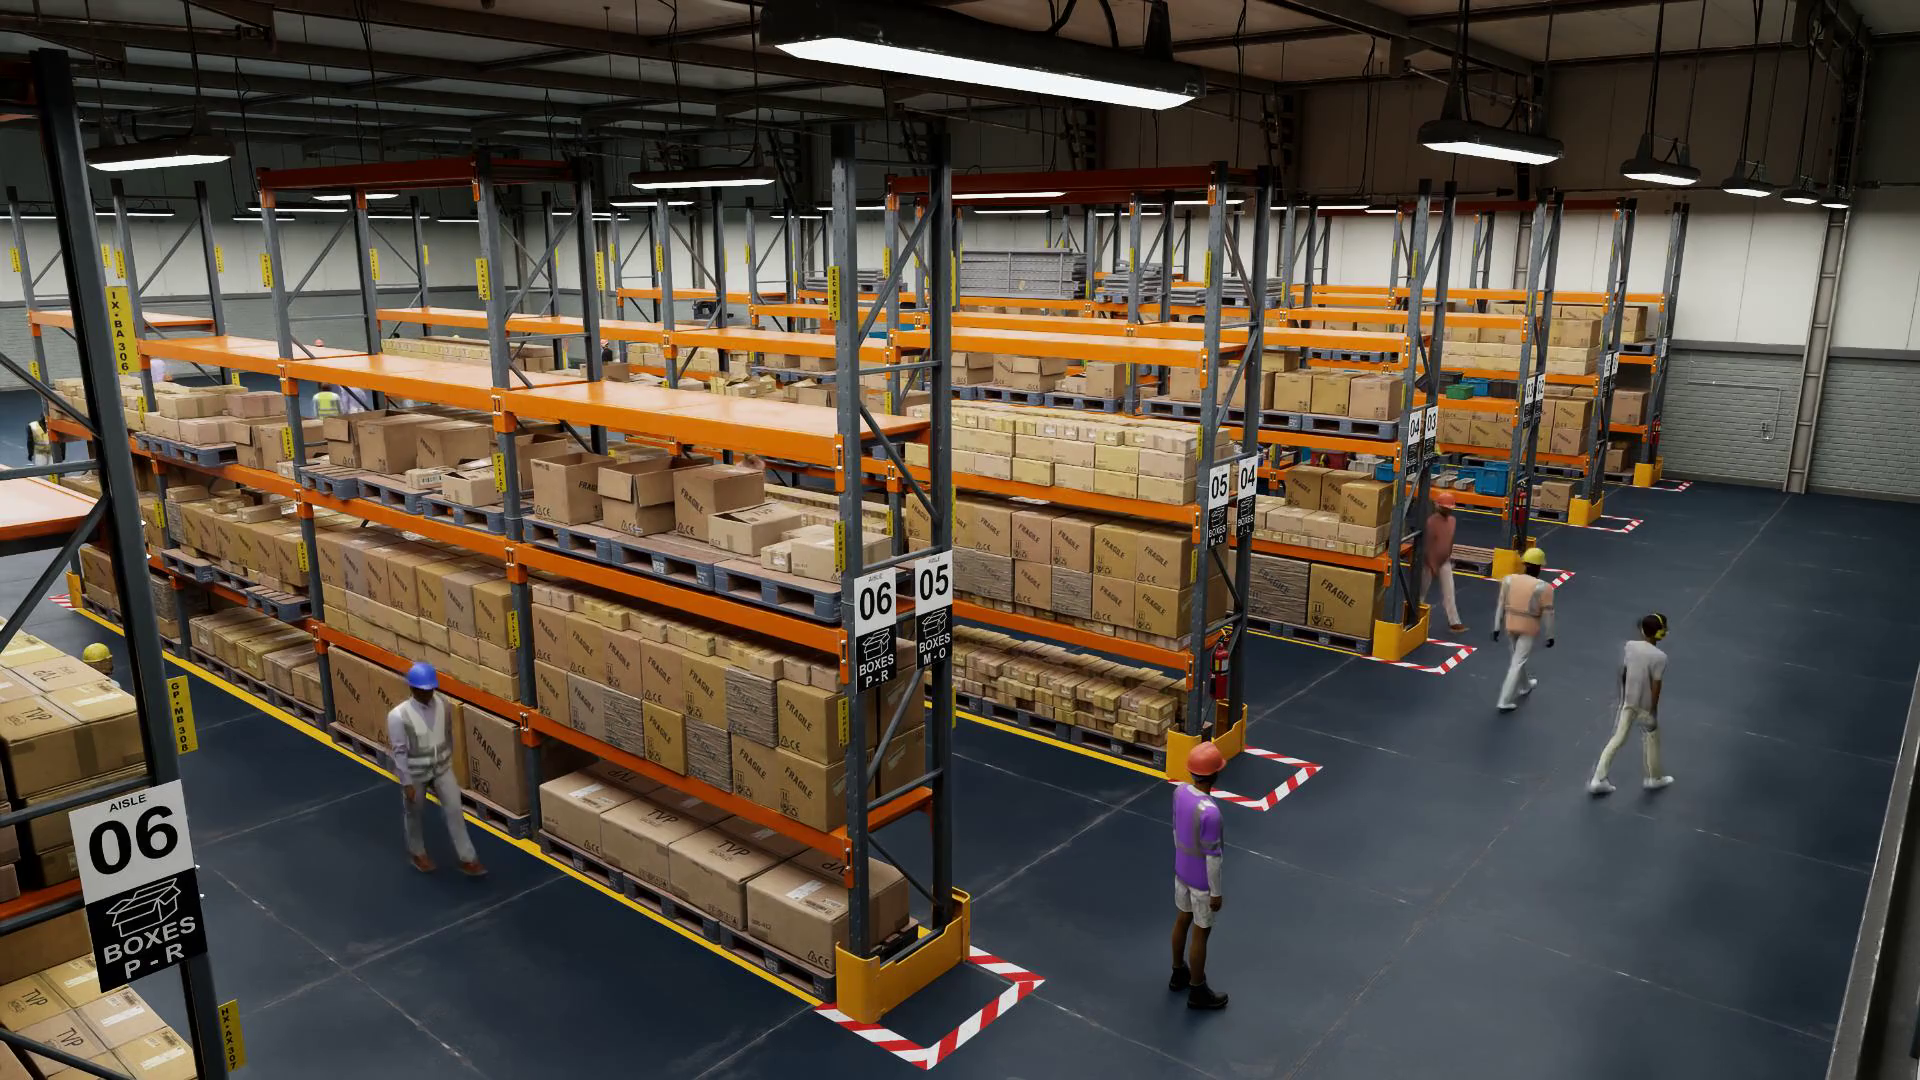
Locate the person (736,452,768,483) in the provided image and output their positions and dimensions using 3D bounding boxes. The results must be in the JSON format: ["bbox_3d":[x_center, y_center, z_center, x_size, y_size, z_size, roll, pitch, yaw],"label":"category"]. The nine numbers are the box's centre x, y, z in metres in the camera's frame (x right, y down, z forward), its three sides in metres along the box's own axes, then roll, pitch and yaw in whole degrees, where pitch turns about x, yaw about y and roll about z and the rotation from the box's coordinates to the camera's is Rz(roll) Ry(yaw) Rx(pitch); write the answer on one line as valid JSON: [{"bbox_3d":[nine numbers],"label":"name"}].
[{"bbox_3d":[-3.642,-0.749,21.824,0.715,1.876,0.655,13,19,43],"label":"person"}]

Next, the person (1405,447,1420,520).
[{"bbox_3d":[8.696,-1.351,24.140,0.868,1.939,0.646,-2,14,-7],"label":"person"}]

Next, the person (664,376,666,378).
[{"bbox_3d":[-9.271,-5.119,39.651,0.553,1.935,0.362,-3,14,-11],"label":"person"}]

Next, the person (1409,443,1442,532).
[{"bbox_3d":[8.248,-0.819,22.212,0.440,1.813,0.611,11,17,37],"label":"person"}]

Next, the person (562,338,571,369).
[{"bbox_3d":[-15.916,-7.657,50.715,0.371,1.626,0.536,0,14,0],"label":"person"}]

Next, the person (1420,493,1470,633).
[{"bbox_3d":[6.617,0.325,17.222,0.611,1.947,0.959,-6,15,-22],"label":"person"}]

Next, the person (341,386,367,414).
[{"bbox_3d":[-15.804,-3.445,32.807,0.694,1.923,0.636,6,15,24],"label":"person"}]

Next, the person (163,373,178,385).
[{"bbox_3d":[-21.970,-3.838,35.086,0.804,1.599,0.500,8,16,31],"label":"person"}]

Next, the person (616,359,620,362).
[{"bbox_3d":[-10.650,-5.150,40.082,0.623,1.789,0.667,-6,15,-22],"label":"person"}]

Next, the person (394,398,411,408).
[{"bbox_3d":[-15.714,-4.068,35.438,1.041,1.884,0.655,8,16,31],"label":"person"}]

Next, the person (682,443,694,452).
[{"bbox_3d":[-4.803,-0.905,22.448,0.442,1.911,0.552,6,15,22],"label":"person"}]

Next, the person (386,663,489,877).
[{"bbox_3d":[-4.423,1.960,10.583,0.953,1.901,0.605,10,17,36],"label":"person"}]

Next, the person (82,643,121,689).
[{"bbox_3d":[-7.869,1.794,11.638,0.483,1.737,0.320,3,14,12],"label":"person"}]

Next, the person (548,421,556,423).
[{"bbox_3d":[-10.465,-3.327,32.214,0.606,1.967,0.367,-4,14,-17],"label":"person"}]

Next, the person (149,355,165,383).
[{"bbox_3d":[-24.886,-4.927,39.041,1.005,1.864,0.669,3,14,14],"label":"person"}]

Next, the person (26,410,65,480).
[{"bbox_3d":[-19.095,-1.806,26.344,0.670,1.811,0.489,-12,18,-39],"label":"person"}]

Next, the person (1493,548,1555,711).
[{"bbox_3d":[6.554,1.011,14.574,1.004,1.870,0.611,-10,17,-35],"label":"person"}]

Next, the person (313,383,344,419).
[{"bbox_3d":[-15.675,-3.036,31.378,0.644,1.787,0.971,-2,14,-9],"label":"person"}]

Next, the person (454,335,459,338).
[{"bbox_3d":[-18.437,-6.631,46.227,0.532,1.767,0.328,3,14,10],"label":"person"}]

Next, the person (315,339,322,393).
[{"bbox_3d":[-21.448,-5.763,42.301,0.551,1.933,0.378,-5,14,-19],"label":"person"}]

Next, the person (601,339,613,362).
[{"bbox_3d":[-11.712,-5.660,41.775,0.392,1.986,0.610,2,14,7],"label":"person"}]

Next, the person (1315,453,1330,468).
[{"bbox_3d":[5.943,-0.524,20.933,0.599,1.848,0.554,9,16,33],"label":"person"}]

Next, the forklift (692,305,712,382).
[{"bbox_3d":[-9.511,-7.392,47.124,1.873,2.768,1.129,11,17,38],"label":"forklift"}]

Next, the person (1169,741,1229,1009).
[{"bbox_3d":[1.702,2.351,8.915,0.348,1.942,0.543,-5,14,-19],"label":"person"}]

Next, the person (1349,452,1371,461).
[{"bbox_3d":[7.903,-1.523,24.911,0.607,1.913,0.457,-6,15,-22],"label":"person"}]

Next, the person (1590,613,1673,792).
[{"bbox_3d":[6.632,1.590,12.306,0.967,1.827,0.538,-5,14,-19],"label":"person"}]

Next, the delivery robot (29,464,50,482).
[{"bbox_3d":[-19.926,-1.390,27.085,0.707,0.478,0.477,5,15,19],"label":"delivery robot"}]

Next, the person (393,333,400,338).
[{"bbox_3d":[-21.560,-7.112,48.357,0.532,1.693,0.319,0,14,1],"label":"person"}]
